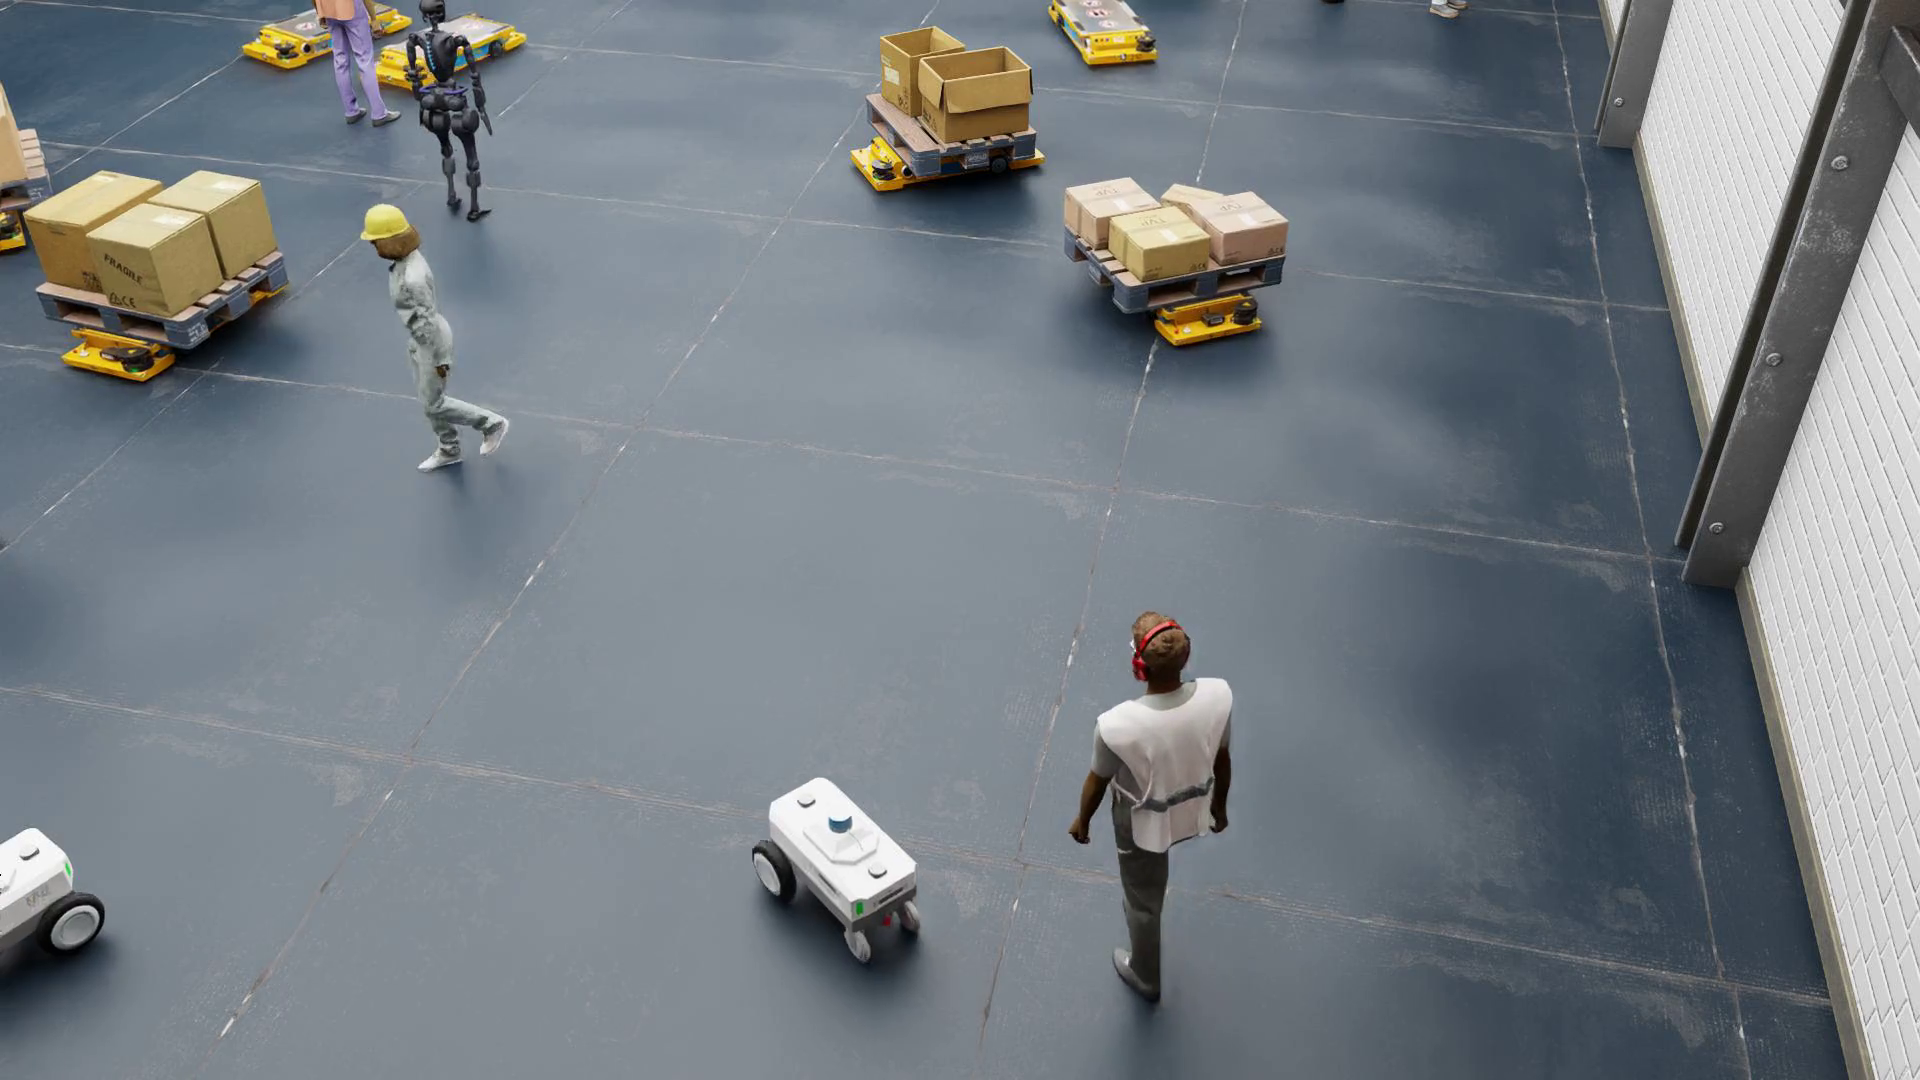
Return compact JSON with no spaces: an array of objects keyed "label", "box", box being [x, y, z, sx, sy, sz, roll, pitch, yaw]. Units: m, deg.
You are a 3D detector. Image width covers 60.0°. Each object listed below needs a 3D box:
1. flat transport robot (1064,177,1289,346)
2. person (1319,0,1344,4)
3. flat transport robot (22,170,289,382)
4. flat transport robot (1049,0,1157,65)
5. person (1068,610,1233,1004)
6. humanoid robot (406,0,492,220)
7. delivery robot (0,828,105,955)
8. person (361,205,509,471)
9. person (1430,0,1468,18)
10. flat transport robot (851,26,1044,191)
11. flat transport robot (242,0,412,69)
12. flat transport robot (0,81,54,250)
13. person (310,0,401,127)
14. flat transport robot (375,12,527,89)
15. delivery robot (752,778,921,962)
[{"label":"flat transport robot","box":[1.471,-1.809,11.639,0.659,0.231,1.431,-13,39,-17]},{"label":"person","box":[3.656,-6.141,16.211,0.438,1.731,0.528,6,37,8]},{"label":"flat transport robot","box":[-5.311,-1.539,11.278,0.659,0.231,1.431,13,39,16]},{"label":"flat transport robot","box":[1.334,-4.839,15.694,0.659,0.231,1.431,-8,37,-10]},{"label":"person","box":[0.715,1.019,6.553,0.596,1.822,0.659,-18,40,-22]},{"label":"humanoid robot","box":[-3.785,-3.208,12.333,0.591,1.644,0.347,7,37,10]},{"label":"delivery robot","box":[-4.040,1.546,6.918,0.514,0.603,0.775,24,43,29]},{"label":"person","box":[-3.015,-1.138,9.524,0.516,1.719,0.512,-19,41,-24]},{"label":"person","box":[4.813,-5.991,15.886,0.355,1.886,0.572,22,42,27]},{"label":"flat transport robot","box":[-0.099,-3.120,13.393,1.431,0.231,0.659,-13,39,-17]},{"label":"flat transport robot","box":[-5.936,-4.782,15.618,0.659,0.231,1.431,23,43,28]},{"label":"flat transport robot","box":[-7.505,-2.510,12.577,0.659,0.231,1.431,-18,40,-22]},{"label":"person","box":[-5.053,-4.305,13.662,0.569,1.844,0.382,10,38,13]},{"label":"flat transport robot","box":[-4.699,-4.478,15.211,0.659,0.231,1.431,19,41,23]},{"label":"delivery robot","box":[-0.523,1.368,7.162,0.499,0.611,0.792,-26,44,-30]}]
